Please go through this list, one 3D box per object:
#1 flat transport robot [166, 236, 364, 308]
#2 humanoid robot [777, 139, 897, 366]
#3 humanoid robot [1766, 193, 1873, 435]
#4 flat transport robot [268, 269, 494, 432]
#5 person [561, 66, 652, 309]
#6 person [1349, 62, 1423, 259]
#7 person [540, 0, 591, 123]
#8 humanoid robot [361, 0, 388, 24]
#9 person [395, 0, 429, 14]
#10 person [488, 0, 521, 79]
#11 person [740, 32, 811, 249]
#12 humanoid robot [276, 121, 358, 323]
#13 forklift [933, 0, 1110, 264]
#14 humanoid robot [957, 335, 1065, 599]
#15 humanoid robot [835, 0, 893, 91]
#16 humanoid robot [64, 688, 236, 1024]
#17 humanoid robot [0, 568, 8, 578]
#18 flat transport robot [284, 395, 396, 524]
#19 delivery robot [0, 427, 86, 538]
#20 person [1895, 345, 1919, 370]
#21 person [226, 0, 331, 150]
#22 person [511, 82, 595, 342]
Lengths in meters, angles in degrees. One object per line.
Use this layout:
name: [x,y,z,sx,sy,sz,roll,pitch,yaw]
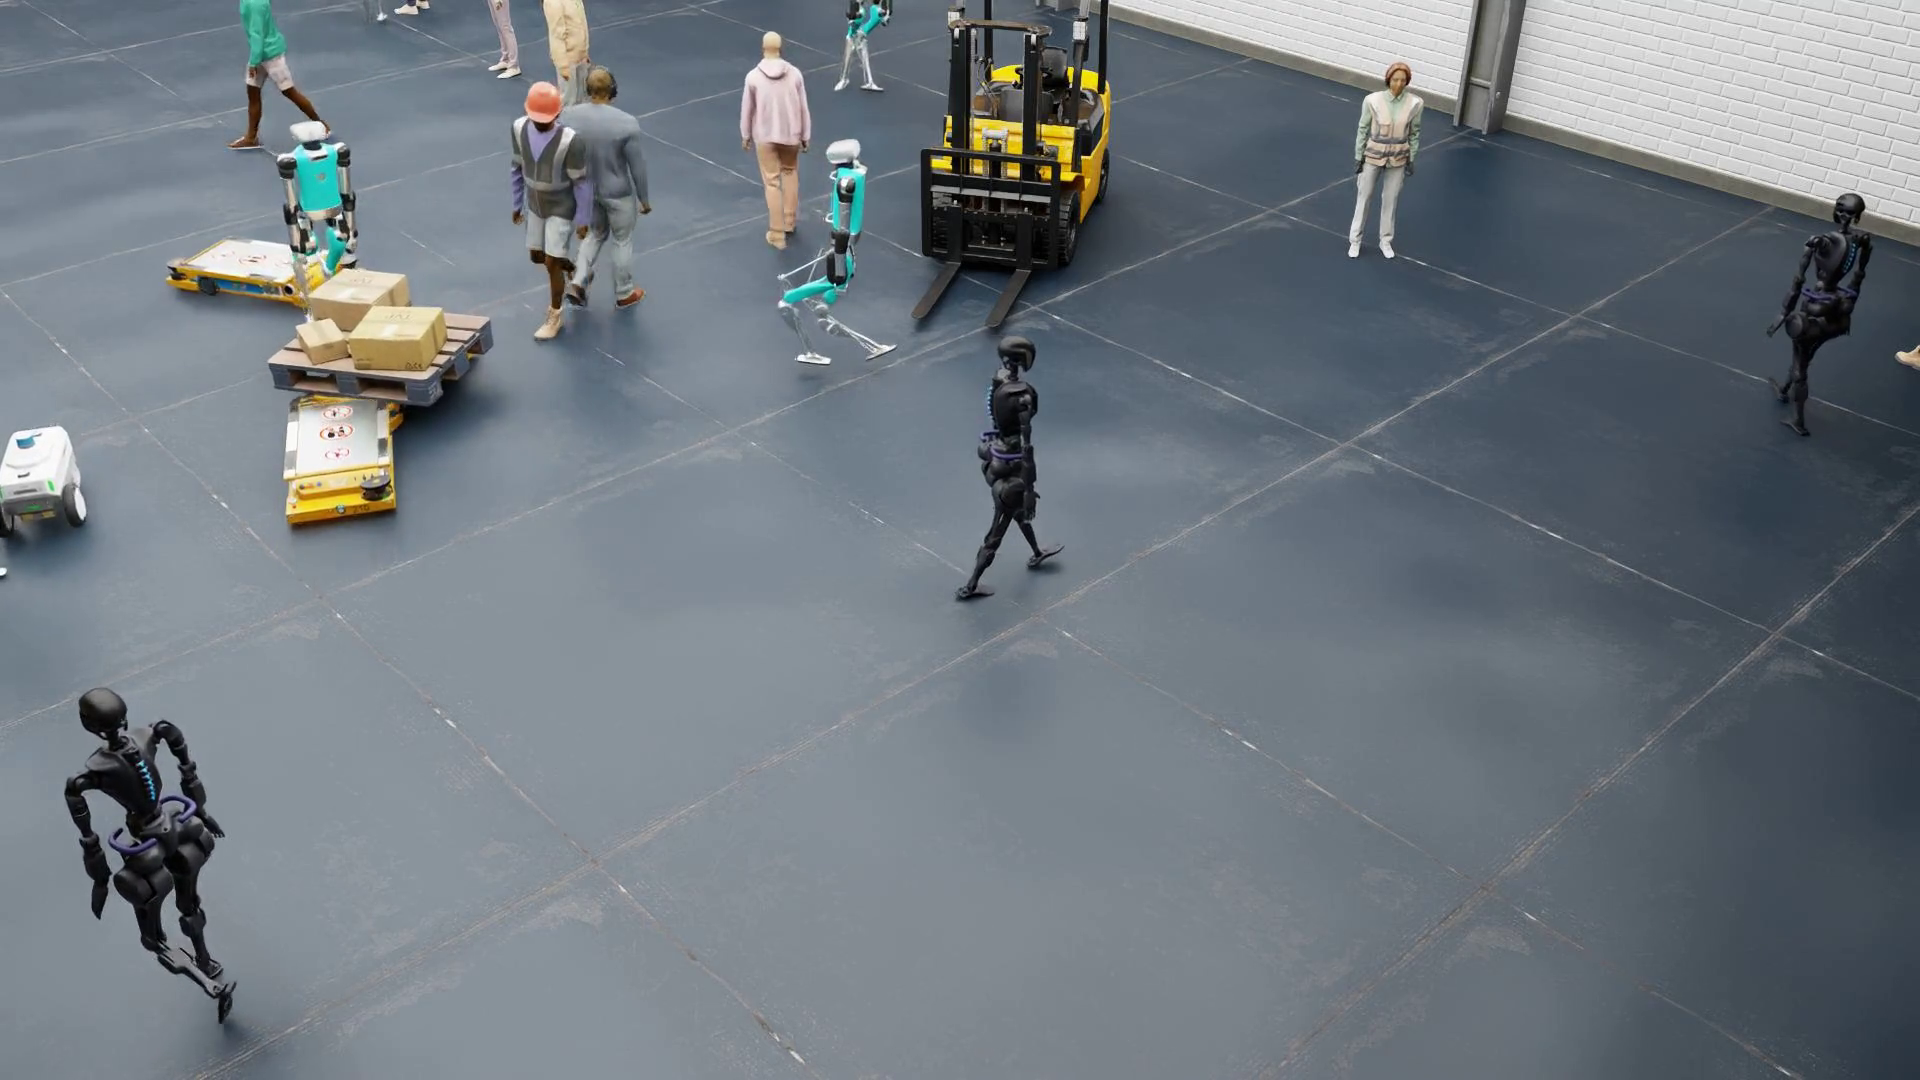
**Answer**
flat transport robot: [-5.651,-2.177,13.519,1.431,0.231,0.659,10,34,15]
humanoid robot: [-0.951,-1.993,11.876,0.986,1.732,0.559,3,33,4]
humanoid robot: [5.797,-1.582,11.336,0.610,1.634,0.693,-8,34,-12]
flat transport robot: [-4.099,-1.157,11.951,0.659,0.231,1.431,7,34,11]
person: [-2.724,-2.624,12.707,0.653,1.916,0.580,12,35,17]
person: [3.501,-3.128,13.718,0.513,1.643,0.306,1,33,2]
person: [-3.682,-4.561,15.713,0.403,1.877,0.555,8,34,13]
humanoid robot: [-6.969,-6.822,19.392,0.558,1.872,0.726,-5,33,-8]
person: [-6.674,-7.249,19.863,0.431,1.859,0.788,5,33,8]
person: [-4.989,-5.853,17.801,0.316,1.764,0.521,-16,36,-23]
person: [-1.556,-3.379,13.994,0.565,1.751,0.658,-11,35,-16]
humanoid robot: [-4.840,-2.339,12.426,0.555,1.740,0.877,-27,41,-34]
forklift: [0.570,-3.725,14.138,1.214,2.155,2.313,9,34,13]
humanoid robot: [0.311,-0.433,9.579,0.759,1.624,0.592,-11,35,-17]
humanoid robot: [-1.034,-5.573,17.386,0.602,1.769,0.868,-13,35,-20]
humanoid robot: [-3.291,1.294,6.900,0.589,1.637,0.596,17,37,24]
humanoid robot: [-6.028,-0.510,9.615,0.787,1.790,0.534,-21,38,-29]
flat transport robot: [-4.123,-0.586,11.074,0.659,0.231,1.431,-9,34,-14]
delivery robot: [-5.837,-0.387,10.520,0.499,0.610,0.804,-10,34,-15]
person: [7.222,-2.032,11.982,0.535,1.699,0.318,-9,34,-14]
person: [-6.659,-4.644,15.905,0.953,1.800,0.508,-19,38,-27]
person: [-3.008,-2.502,12.436,0.666,1.996,0.721,16,36,22]
